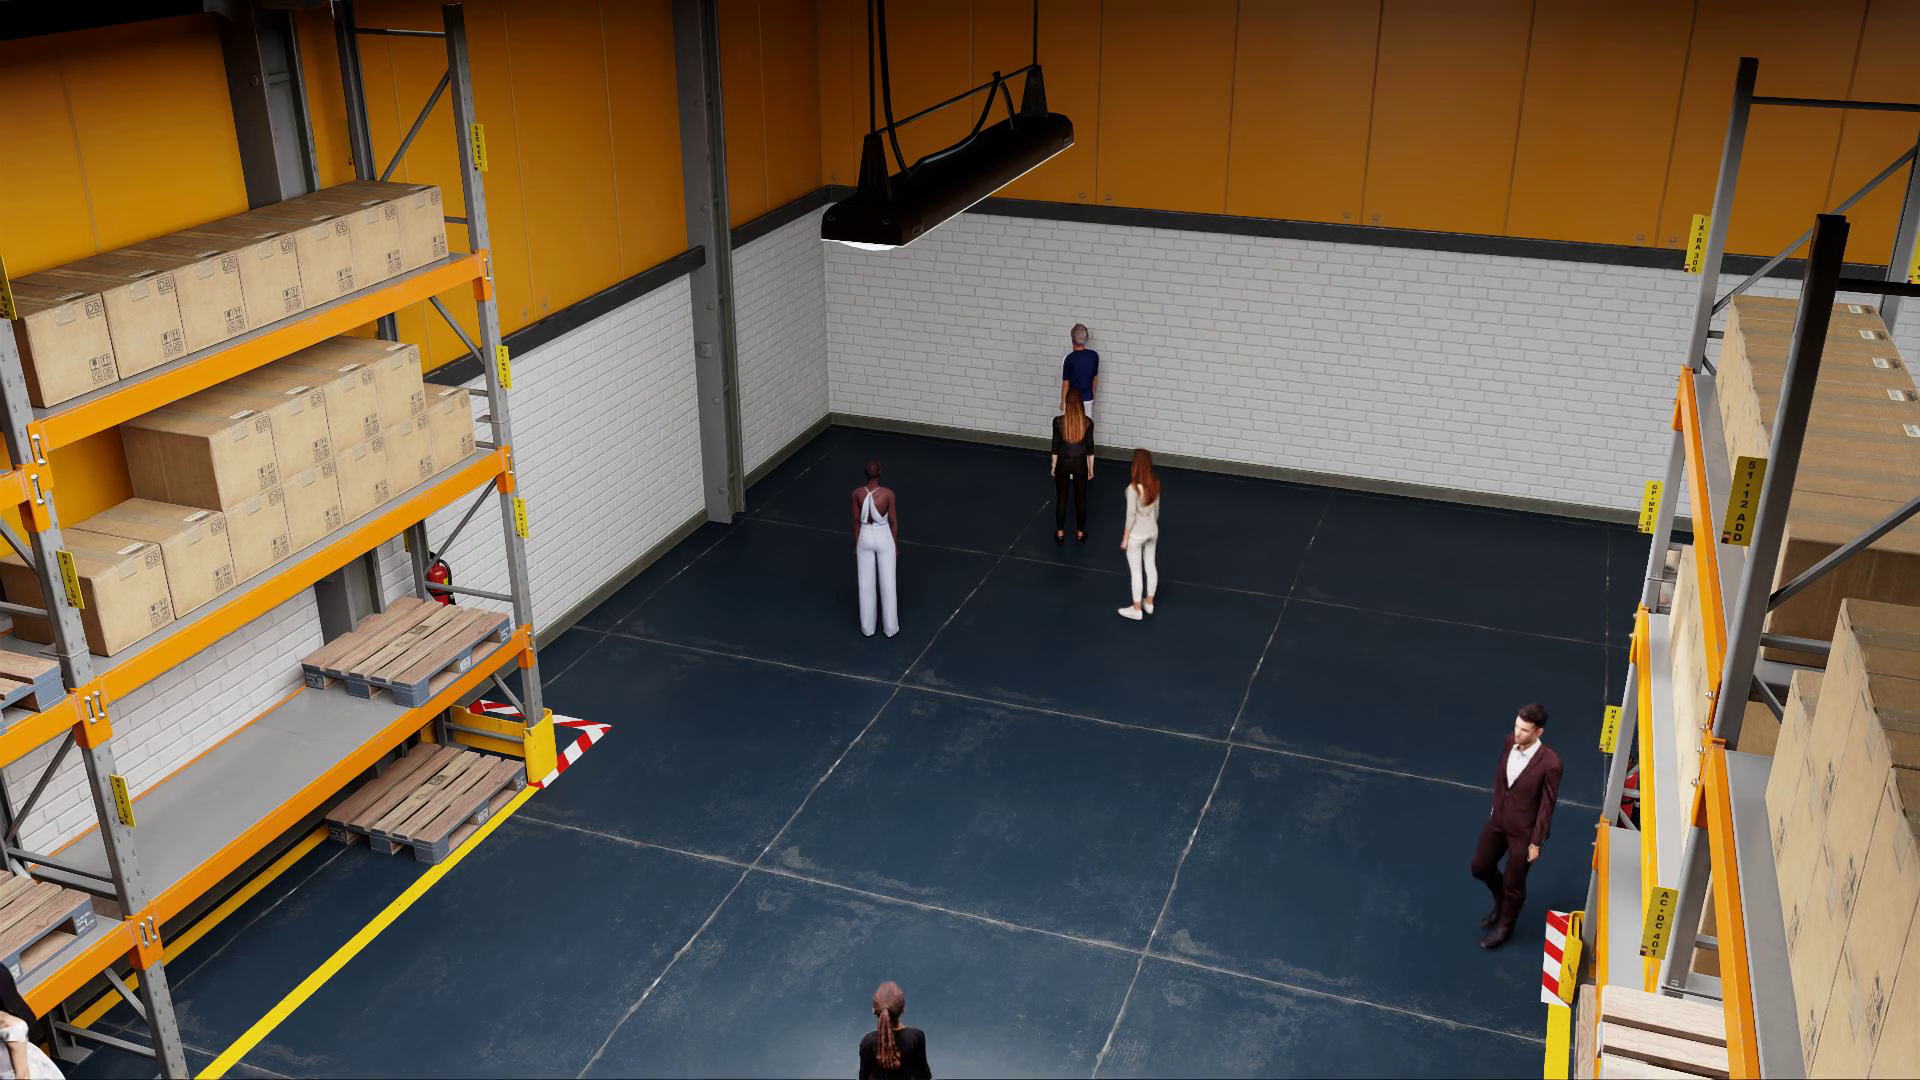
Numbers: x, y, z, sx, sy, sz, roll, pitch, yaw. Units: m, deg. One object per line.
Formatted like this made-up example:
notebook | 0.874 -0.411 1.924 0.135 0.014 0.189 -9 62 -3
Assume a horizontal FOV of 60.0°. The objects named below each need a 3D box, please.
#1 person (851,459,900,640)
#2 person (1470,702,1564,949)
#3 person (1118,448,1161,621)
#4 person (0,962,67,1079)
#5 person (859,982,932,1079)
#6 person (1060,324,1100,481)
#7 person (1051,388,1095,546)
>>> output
person | -0.787 0.078 15.515 0.615 1.783 0.548 3 24 7
person | 3.827 1.903 11.254 0.884 1.853 0.838 -13 27 -27
person | 1.746 -0.061 15.923 0.644 1.711 0.751 -18 29 -35
person | -4.991 2.979 8.897 0.799 1.769 0.775 -18 30 -36
person | -0.335 3.074 8.954 0.672 1.550 0.732 -1 24 -3
person | 1.378 -1.621 19.333 0.709 1.839 0.781 -12 26 -26
person | 1.178 -0.778 17.563 0.661 1.712 0.612 2 24 4
